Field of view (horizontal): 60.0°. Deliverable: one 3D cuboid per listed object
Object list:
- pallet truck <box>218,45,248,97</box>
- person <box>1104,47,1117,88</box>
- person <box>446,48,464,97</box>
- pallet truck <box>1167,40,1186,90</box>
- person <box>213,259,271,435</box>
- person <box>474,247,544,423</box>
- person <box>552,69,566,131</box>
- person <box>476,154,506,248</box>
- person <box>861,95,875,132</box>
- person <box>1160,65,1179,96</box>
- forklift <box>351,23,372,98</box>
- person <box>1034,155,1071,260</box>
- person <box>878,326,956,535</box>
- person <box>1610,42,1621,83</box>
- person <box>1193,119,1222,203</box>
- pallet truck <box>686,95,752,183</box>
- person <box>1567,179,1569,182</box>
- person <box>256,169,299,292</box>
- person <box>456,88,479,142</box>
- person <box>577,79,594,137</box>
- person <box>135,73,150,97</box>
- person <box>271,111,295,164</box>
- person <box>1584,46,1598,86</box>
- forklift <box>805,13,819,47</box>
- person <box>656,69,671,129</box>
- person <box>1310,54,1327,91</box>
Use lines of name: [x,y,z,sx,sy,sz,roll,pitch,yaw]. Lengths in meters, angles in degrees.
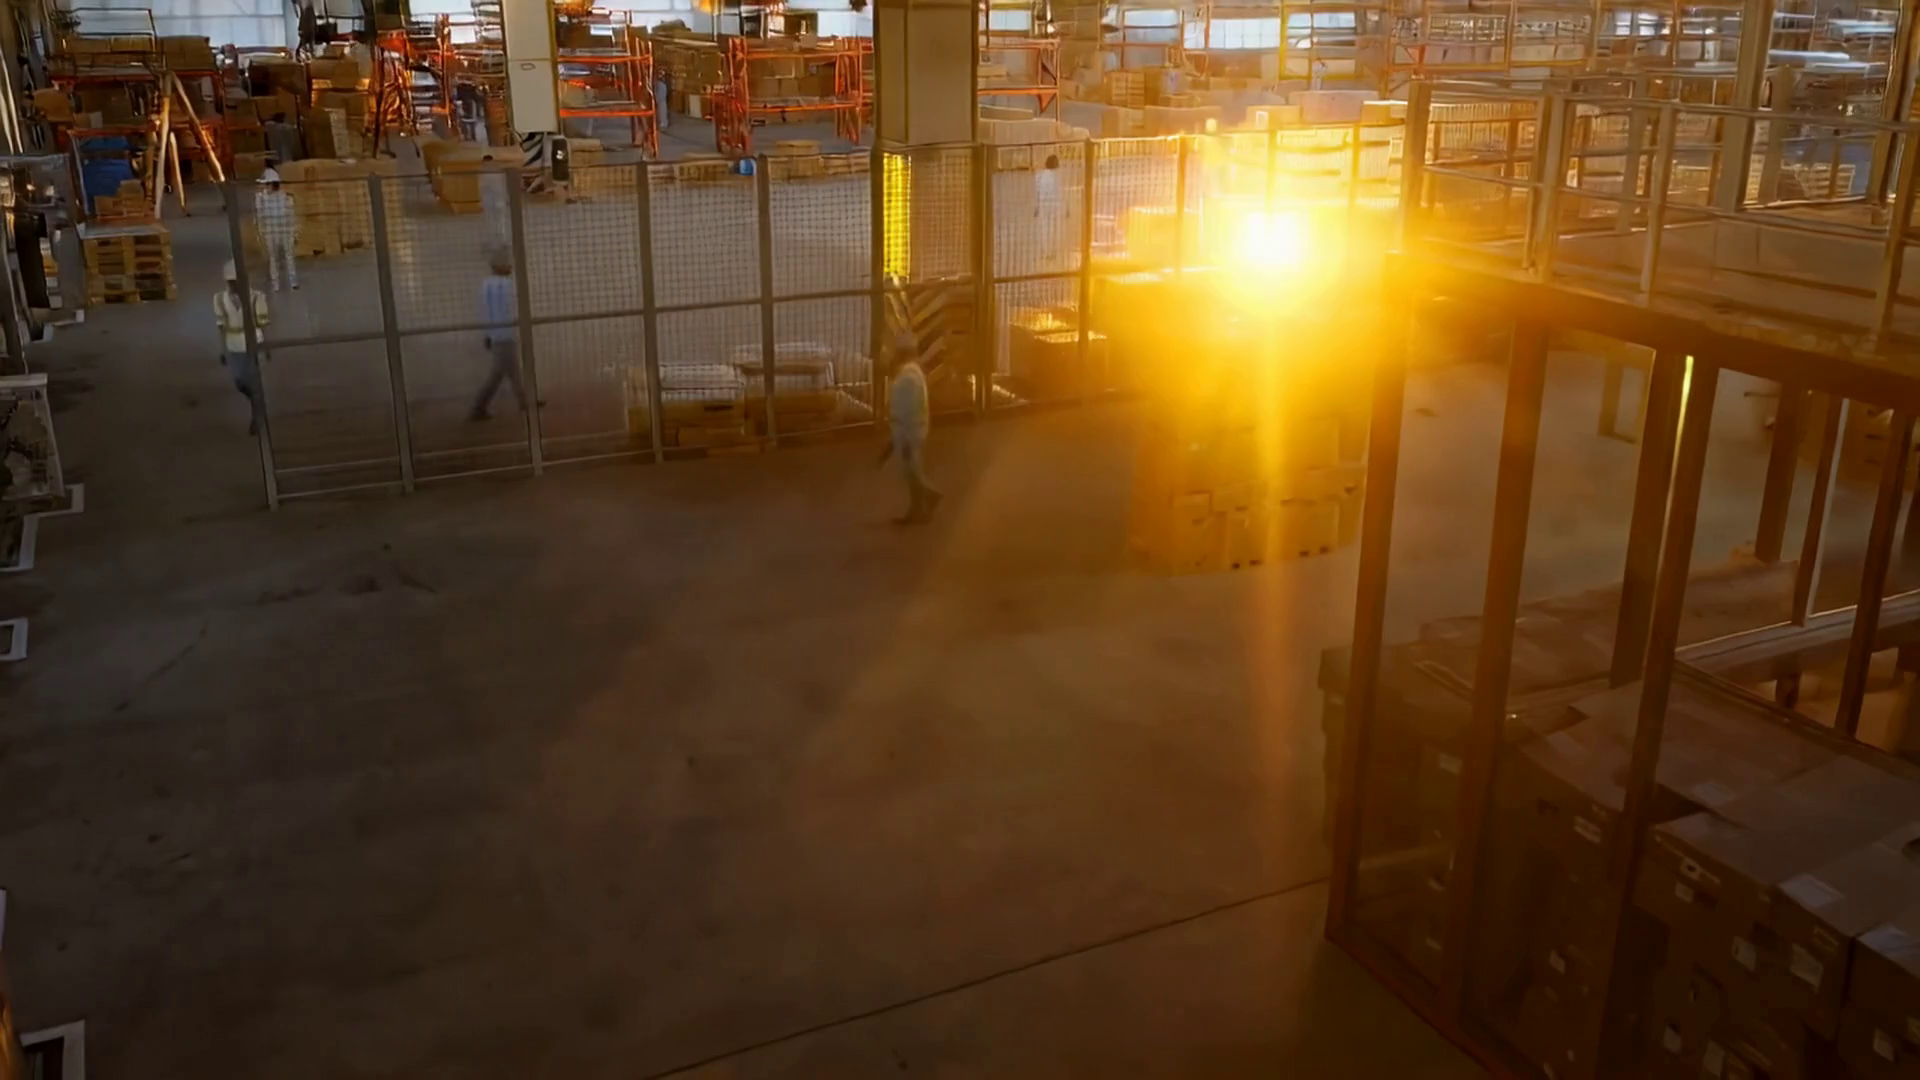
pallet truck: [-28.879,-18.665,66.111,0.823,1.965,1.885,-3,19,-9]
person: [6.370,-19.971,70.343,0.541,1.700,0.316,-1,19,-3]
person: [-19.950,-18.467,65.723,0.640,1.877,1.041,-2,19,-5]
pallet truck: [9.045,-19.971,69.895,0.823,1.965,1.885,-3,19,-8]
person: [-7.886,-2.160,18.384,0.555,1.923,0.723,-3,19,-9]
person: [-5.179,-2.323,18.812,0.634,1.956,0.996,14,23,35]
person: [-12.638,-13.814,52.156,0.632,1.923,0.561,0,19,1]
person: [-8.478,-6.089,30.056,0.552,1.718,0.887,-13,23,-33]
person: [-2.211,-10.431,42.537,0.926,1.803,0.643,17,25,40]
person: [6.931,-14.644,54.640,0.555,1.882,1.035,-13,23,-34]
forklift: [-23.202,-18.723,64.945,1.129,2.768,1.873,13,23,33]
person: [1.643,-5.889,29.384,0.639,1.794,0.883,4,19,12]
person: [-0.403,-0.980,14.950,0.623,1.926,0.617,-1,19,-3]
person: [29.010,-21.276,73.647,0.627,2.017,0.842,-15,24,-37]
person: [5.366,-8.149,35.888,0.558,1.817,0.961,-5,20,-15]
pallet truck: [-5.836,-9.608,39.856,0.823,1.965,1.885,10,22,27]
person: [10.024,-5.593,28.382,1.023,1.882,0.659,14,24,36]
person: [-10.766,-4.892,26.289,0.585,1.928,0.370,-6,20,-16]
person: [-13.176,-11.118,44.439,0.580,1.868,0.573,-14,23,-34]
person: [-11.355,-13.102,50.424,0.545,1.703,0.587,-5,20,-15]
person: [-29.556,-16.575,60.156,0.540,1.919,0.647,-1,19,-4]
person: [-14.495,-8.195,35.761,0.390,1.995,0.613,-1,19,-3]
person: [25.738,-19.240,67.952,0.743,1.882,0.655,-14,24,-36]
forklift: [-7.058,-23.771,79.578,1.873,2.768,1.129,-9,21,-25]
person: [-9.452,-14.042,52.936,0.346,1.847,0.506,5,20,14]
person: [12.768,-16.323,59.367,0.608,1.966,0.365,18,26,42]
